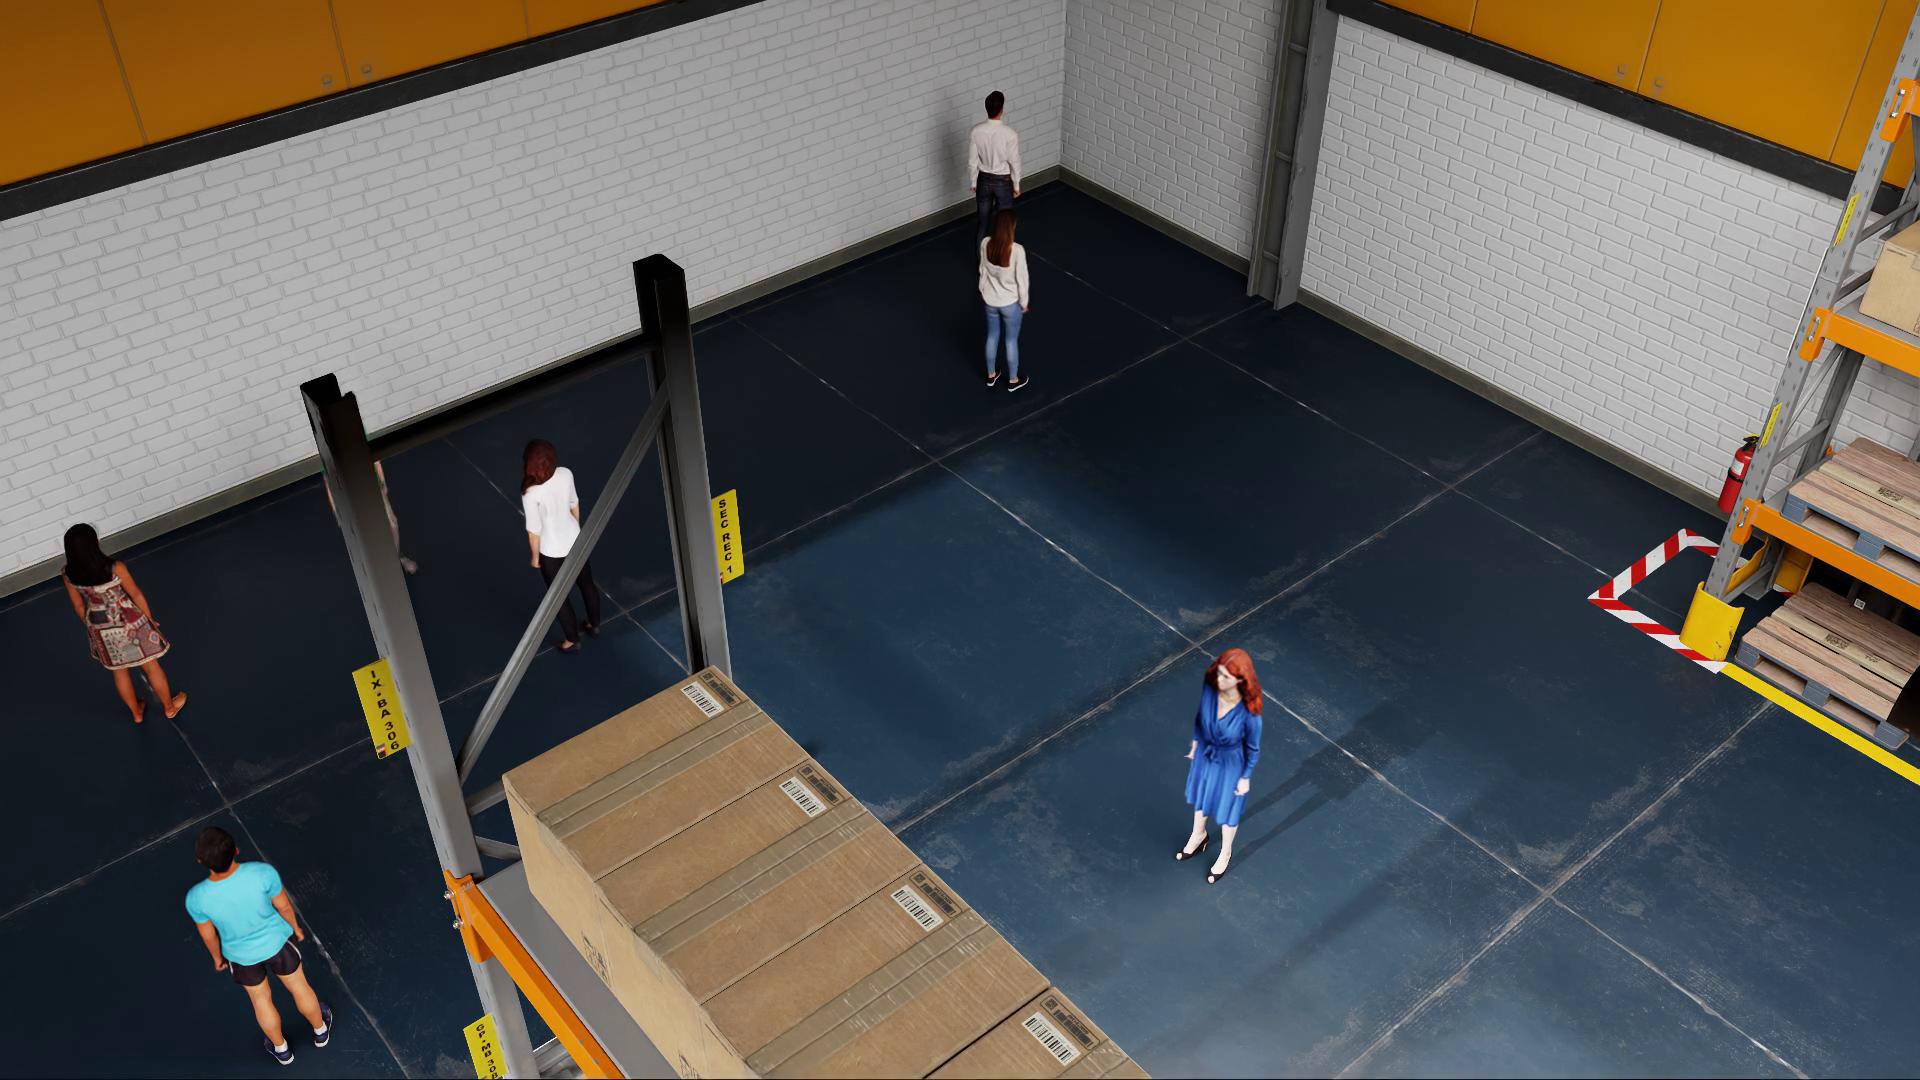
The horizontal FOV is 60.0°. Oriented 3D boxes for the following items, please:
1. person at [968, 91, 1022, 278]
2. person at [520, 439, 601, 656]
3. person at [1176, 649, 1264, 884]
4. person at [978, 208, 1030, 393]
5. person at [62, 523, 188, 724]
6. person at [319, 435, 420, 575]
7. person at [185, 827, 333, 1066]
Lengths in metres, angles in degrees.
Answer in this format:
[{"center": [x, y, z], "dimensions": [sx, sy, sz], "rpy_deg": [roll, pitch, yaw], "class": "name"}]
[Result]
[{"center": [0.331, -3.363, 15.795], "dimensions": [0.684, 1.871, 0.789], "rpy_deg": [9, 40, 11], "class": "person"}, {"center": [-2.775, 0.056, 11.576], "dimensions": [0.579, 1.794, 0.645], "rpy_deg": [27, 46, 29], "class": "person"}, {"center": [1.573, 1.341, 9.939], "dimensions": [0.654, 1.828, 0.496], "rpy_deg": [-27, 46, -30], "class": "person"}, {"center": [0.374, -2.063, 14.309], "dimensions": [0.595, 1.694, 0.739], "rpy_deg": [21, 43, 24], "class": "person"}, {"center": [-5.608, 0.558, 11.066], "dimensions": [0.724, 1.645, 0.714], "rpy_deg": [-6, 39, -7], "class": "person"}, {"center": [-4.390, -0.321, 12.190], "dimensions": [0.629, 1.617, 0.654], "rpy_deg": [25, 45, 28], "class": "person"}, {"center": [-3.766, 2.178, 8.933], "dimensions": [0.655, 1.777, 0.582], "rpy_deg": [-19, 42, -22], "class": "person"}]
